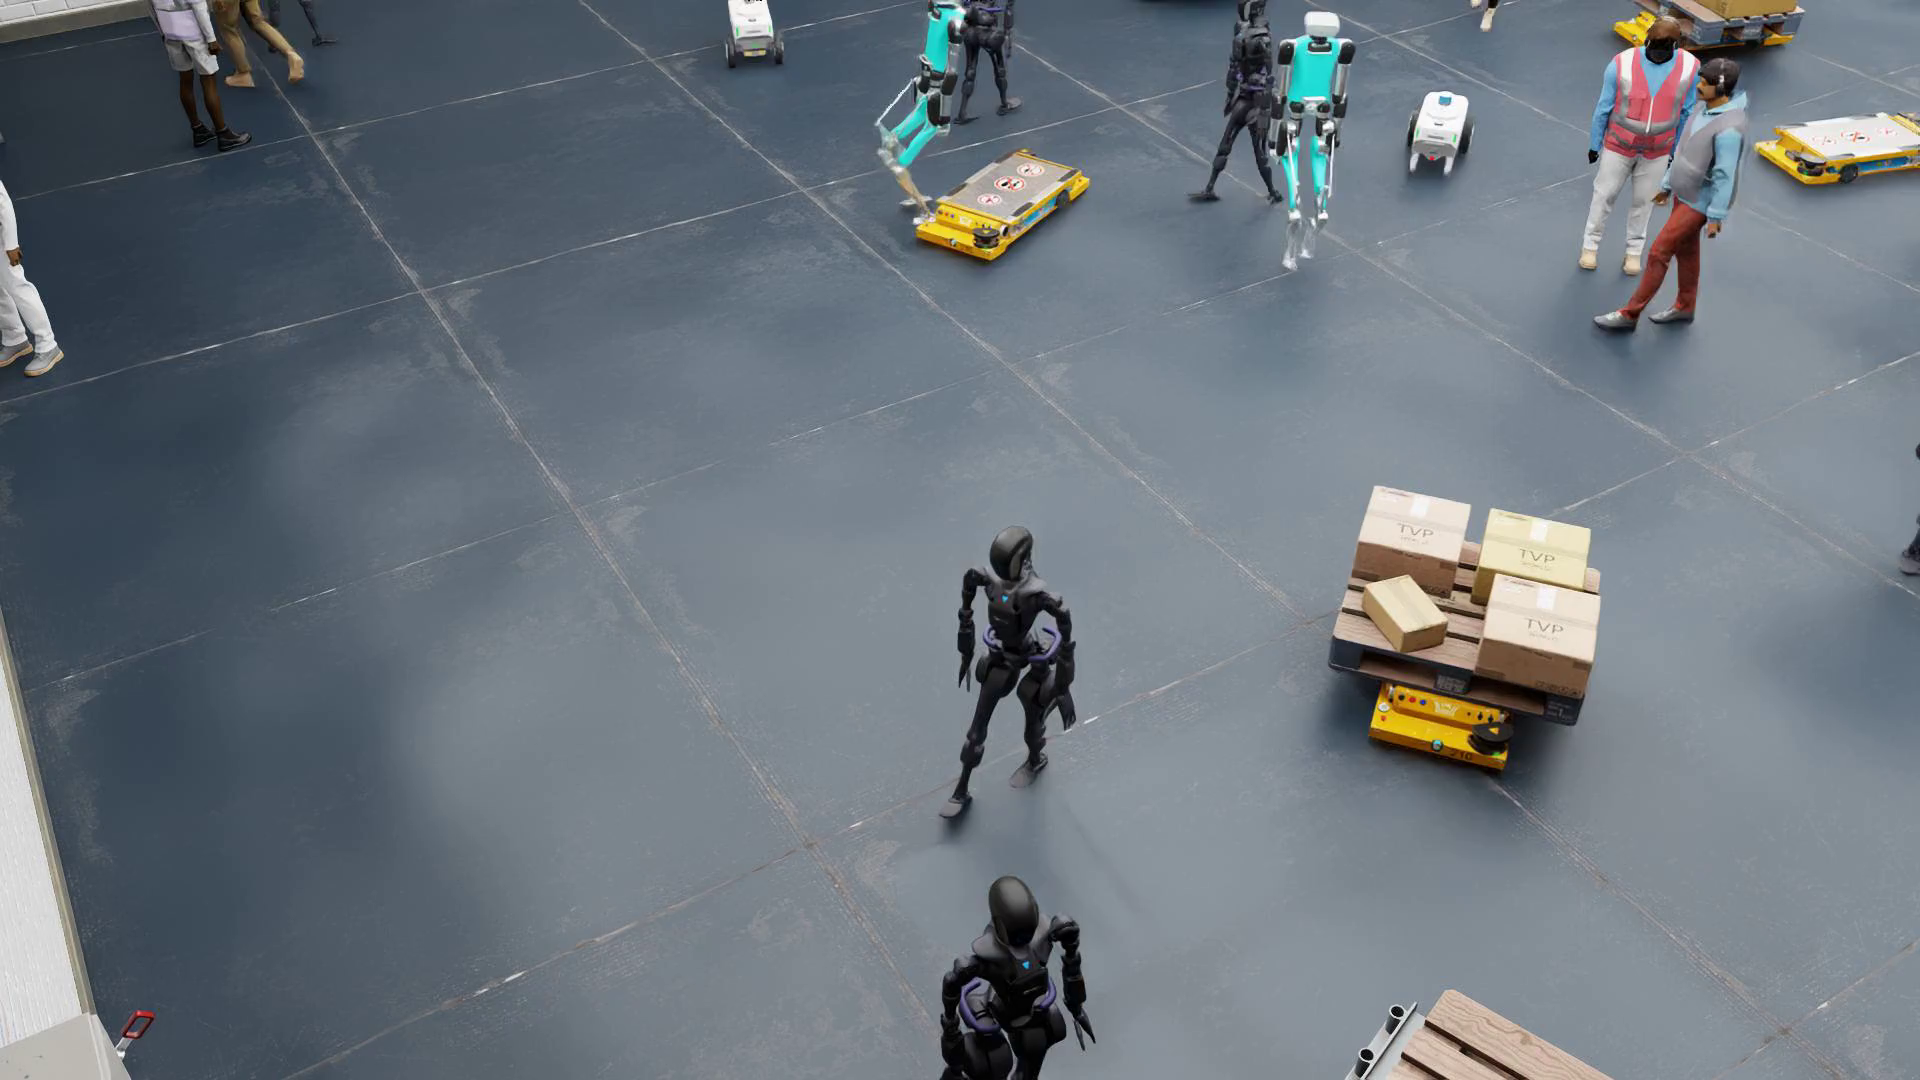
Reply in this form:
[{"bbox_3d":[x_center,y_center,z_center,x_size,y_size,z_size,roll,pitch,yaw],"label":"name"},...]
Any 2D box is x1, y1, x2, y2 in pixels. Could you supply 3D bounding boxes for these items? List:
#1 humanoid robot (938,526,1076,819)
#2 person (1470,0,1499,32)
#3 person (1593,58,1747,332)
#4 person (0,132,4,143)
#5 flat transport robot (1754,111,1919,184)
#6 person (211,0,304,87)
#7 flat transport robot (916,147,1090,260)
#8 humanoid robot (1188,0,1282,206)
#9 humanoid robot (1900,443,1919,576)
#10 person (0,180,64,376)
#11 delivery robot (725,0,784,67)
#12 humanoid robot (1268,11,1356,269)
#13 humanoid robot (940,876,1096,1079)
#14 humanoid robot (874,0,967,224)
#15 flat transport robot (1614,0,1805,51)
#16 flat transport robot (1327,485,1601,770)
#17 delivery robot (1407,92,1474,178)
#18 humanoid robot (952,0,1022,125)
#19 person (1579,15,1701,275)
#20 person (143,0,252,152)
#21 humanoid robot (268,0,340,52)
[{"bbox_3d":[0.238,0.601,7.422,0.609,1.637,0.658,18,42,21],"label":"humanoid robot"},{"bbox_3d":[4.930,-5.519,15.114,0.553,1.679,0.494,14,40,16],"label":"person"},{"bbox_3d":[4.627,-2.212,10.811,0.854,1.844,0.556,0,38,1],"label":"person"},{"bbox_3d":[-7.973,-3.982,13.048,0.390,1.845,0.563,-25,45,-28],"label":"person"},{"bbox_3d":[7.151,-3.118,13.225,1.431,0.231,0.659,-9,39,-12],"label":"flat transport robot"},{"bbox_3d":[-6.019,-4.610,13.931,0.739,1.738,0.539,12,40,14],"label":"person"},{"bbox_3d":[0.341,-2.543,12.501,0.659,0.231,1.431,22,44,26],"label":"flat transport robot"},{"bbox_3d":[2.123,-3.223,12.259,0.685,1.637,0.614,-13,40,-16],"label":"humanoid robot"},{"bbox_3d":[5.507,-0.558,8.893,0.601,1.647,0.687,16,41,19],"label":"humanoid robot"},{"bbox_3d":[-6.123,-1.904,10.394,0.582,1.882,0.339,14,40,17],"label":"person"},{"bbox_3d":[-1.864,-4.591,14.831,0.499,0.565,0.745,-7,39,-9],"label":"delivery robot"},{"bbox_3d":[2.427,-2.675,11.491,0.539,1.801,0.688,-3,39,-4],"label":"humanoid robot"},{"bbox_3d":[0.197,1.749,5.958,0.616,1.646,0.363,-18,42,-21],"label":"humanoid robot"},{"bbox_3d":[-0.341,-3.130,12.042,0.781,1.755,0.539,-12,40,-15],"label":"humanoid robot"},{"bbox_3d":[6.806,-4.684,15.202,1.431,0.231,0.659,-9,39,-11],"label":"flat transport robot"},{"bbox_3d":[2.565,0.568,8.575,0.659,0.231,1.431,13,40,16],"label":"flat transport robot"},{"bbox_3d":[3.804,-3.260,13.181,0.499,0.601,0.775,13,40,15],"label":"delivery robot"},{"bbox_3d":[0.221,-4.199,13.475,0.574,1.632,0.609,-30,47,-32],"label":"humanoid robot"},{"bbox_3d":[4.659,-2.719,11.468,0.634,1.831,0.430,8,39,10],"label":"person"},{"bbox_3d":[-6.040,-4.002,13.002,0.550,1.933,0.369,14,41,17],"label":"person"},{"bbox_3d":[-5.988,-5.146,14.660,0.604,1.639,0.594,-24,44,-28],"label":"humanoid robot"}]
